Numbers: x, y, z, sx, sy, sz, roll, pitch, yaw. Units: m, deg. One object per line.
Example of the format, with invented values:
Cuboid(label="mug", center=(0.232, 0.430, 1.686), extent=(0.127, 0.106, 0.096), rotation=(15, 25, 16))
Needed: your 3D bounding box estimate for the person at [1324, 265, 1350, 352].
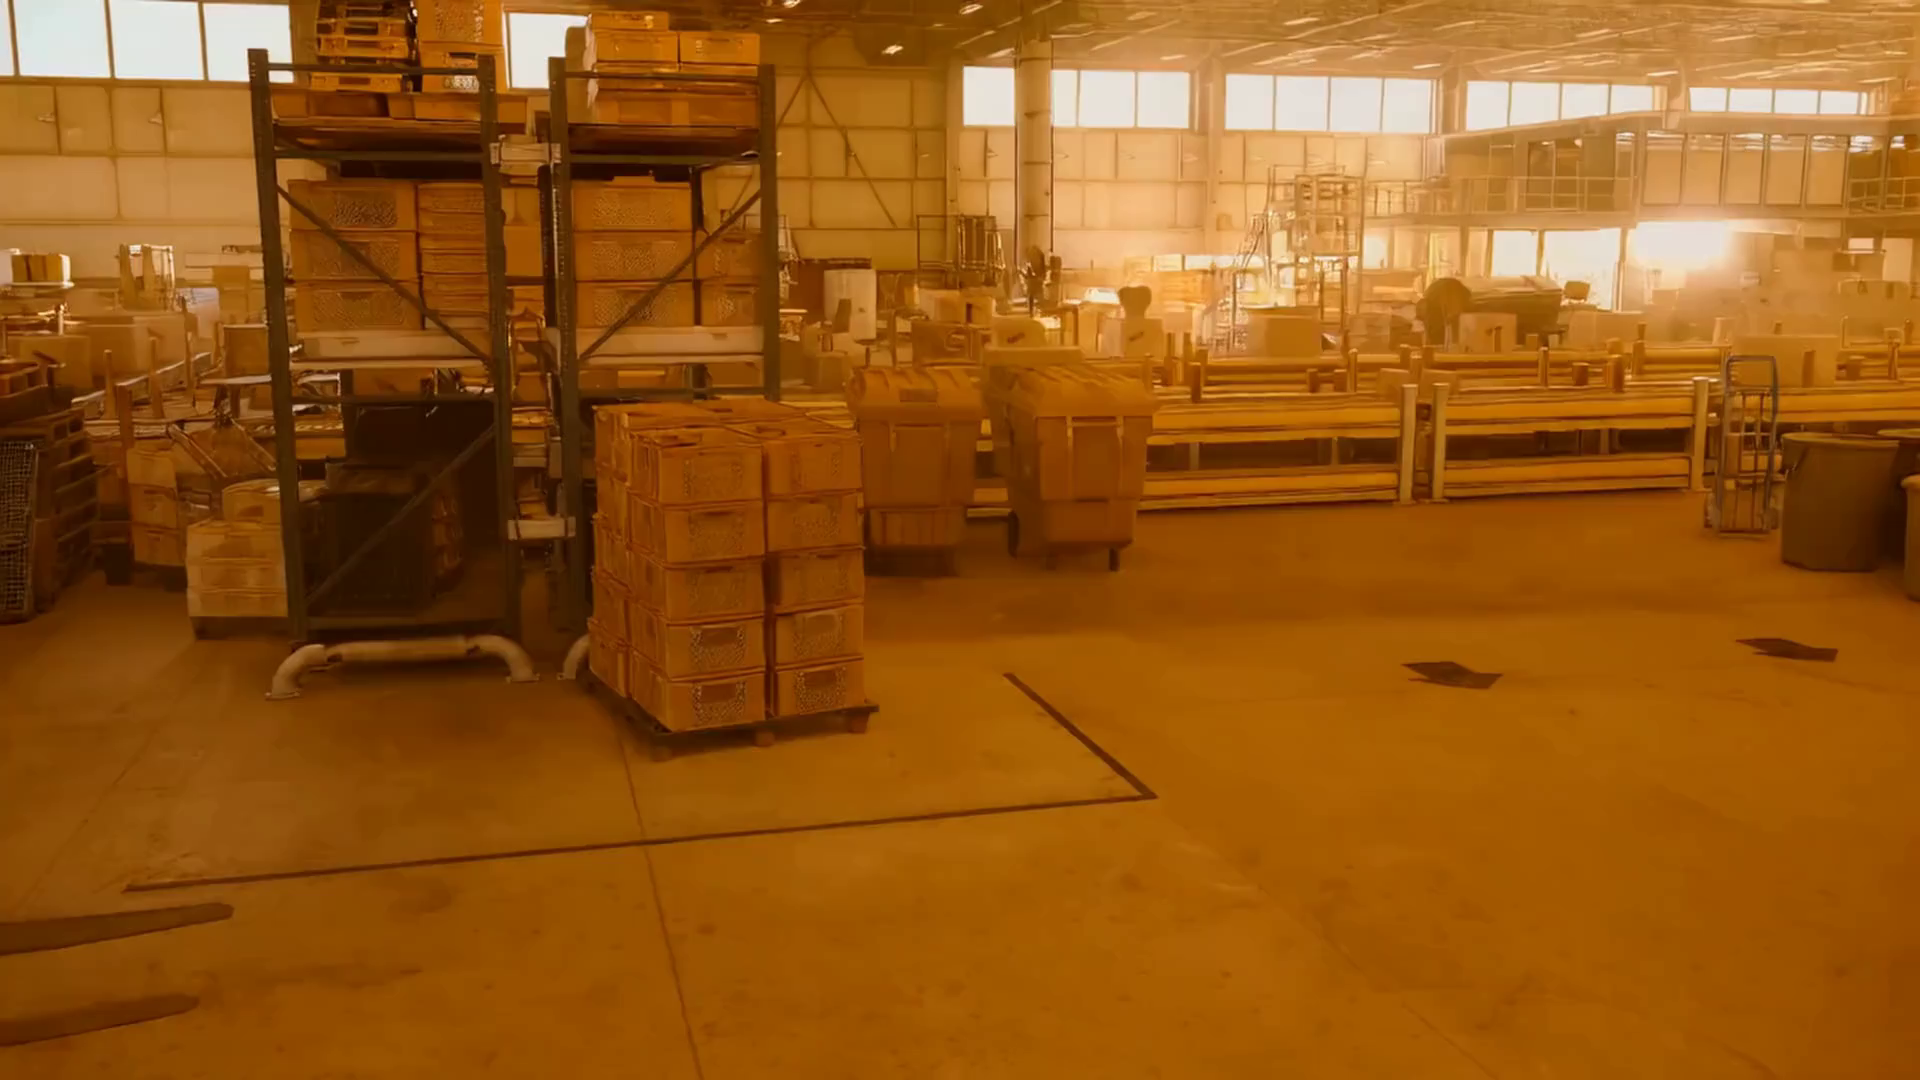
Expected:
Cuboid(label="person", center=(7.204, -4.356, 31.783), extent=(0.533, 1.765, 0.331), rotation=(-3, 10, -15))

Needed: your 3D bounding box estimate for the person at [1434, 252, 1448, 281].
Cuboid(label="person", center=(15.899, -8.543, 55.008), extent=(0.551, 1.932, 0.378), rotation=(-3, 10, -15))

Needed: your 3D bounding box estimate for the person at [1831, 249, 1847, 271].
Cuboid(label="person", center=(22.835, -6.536, 43.336), extent=(0.614, 2.040, 0.390), rotation=(-3, 10, -15))

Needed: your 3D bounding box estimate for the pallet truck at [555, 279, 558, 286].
Cuboid(label="pallet truck", center=(-10.604, -6.375, 44.520), extent=(0.653, 1.274, 1.630), rotation=(-3, 10, -15))

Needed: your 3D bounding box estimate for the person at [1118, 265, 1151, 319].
Cuboid(label="person", center=(2.495, -2.986, 23.738), extent=(0.533, 1.864, 0.310), rotation=(-3, 10, -15))

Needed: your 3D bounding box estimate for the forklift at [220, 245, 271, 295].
Cuboid(label="forklift", center=(-17.749, -6.334, 41.440), extent=(1.157, 1.987, 2.680), rotation=(-3, 10, -17))

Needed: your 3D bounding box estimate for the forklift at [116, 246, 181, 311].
Cuboid(label="forklift", center=(-19.966, -6.232, 40.894), extent=(1.157, 1.987, 2.680), rotation=(-3, 10, -15))

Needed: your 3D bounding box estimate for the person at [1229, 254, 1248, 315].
Cuboid(label="person", center=(8.324, -7.578, 49.684), extent=(0.584, 1.882, 0.337), rotation=(-3, 10, -15))
